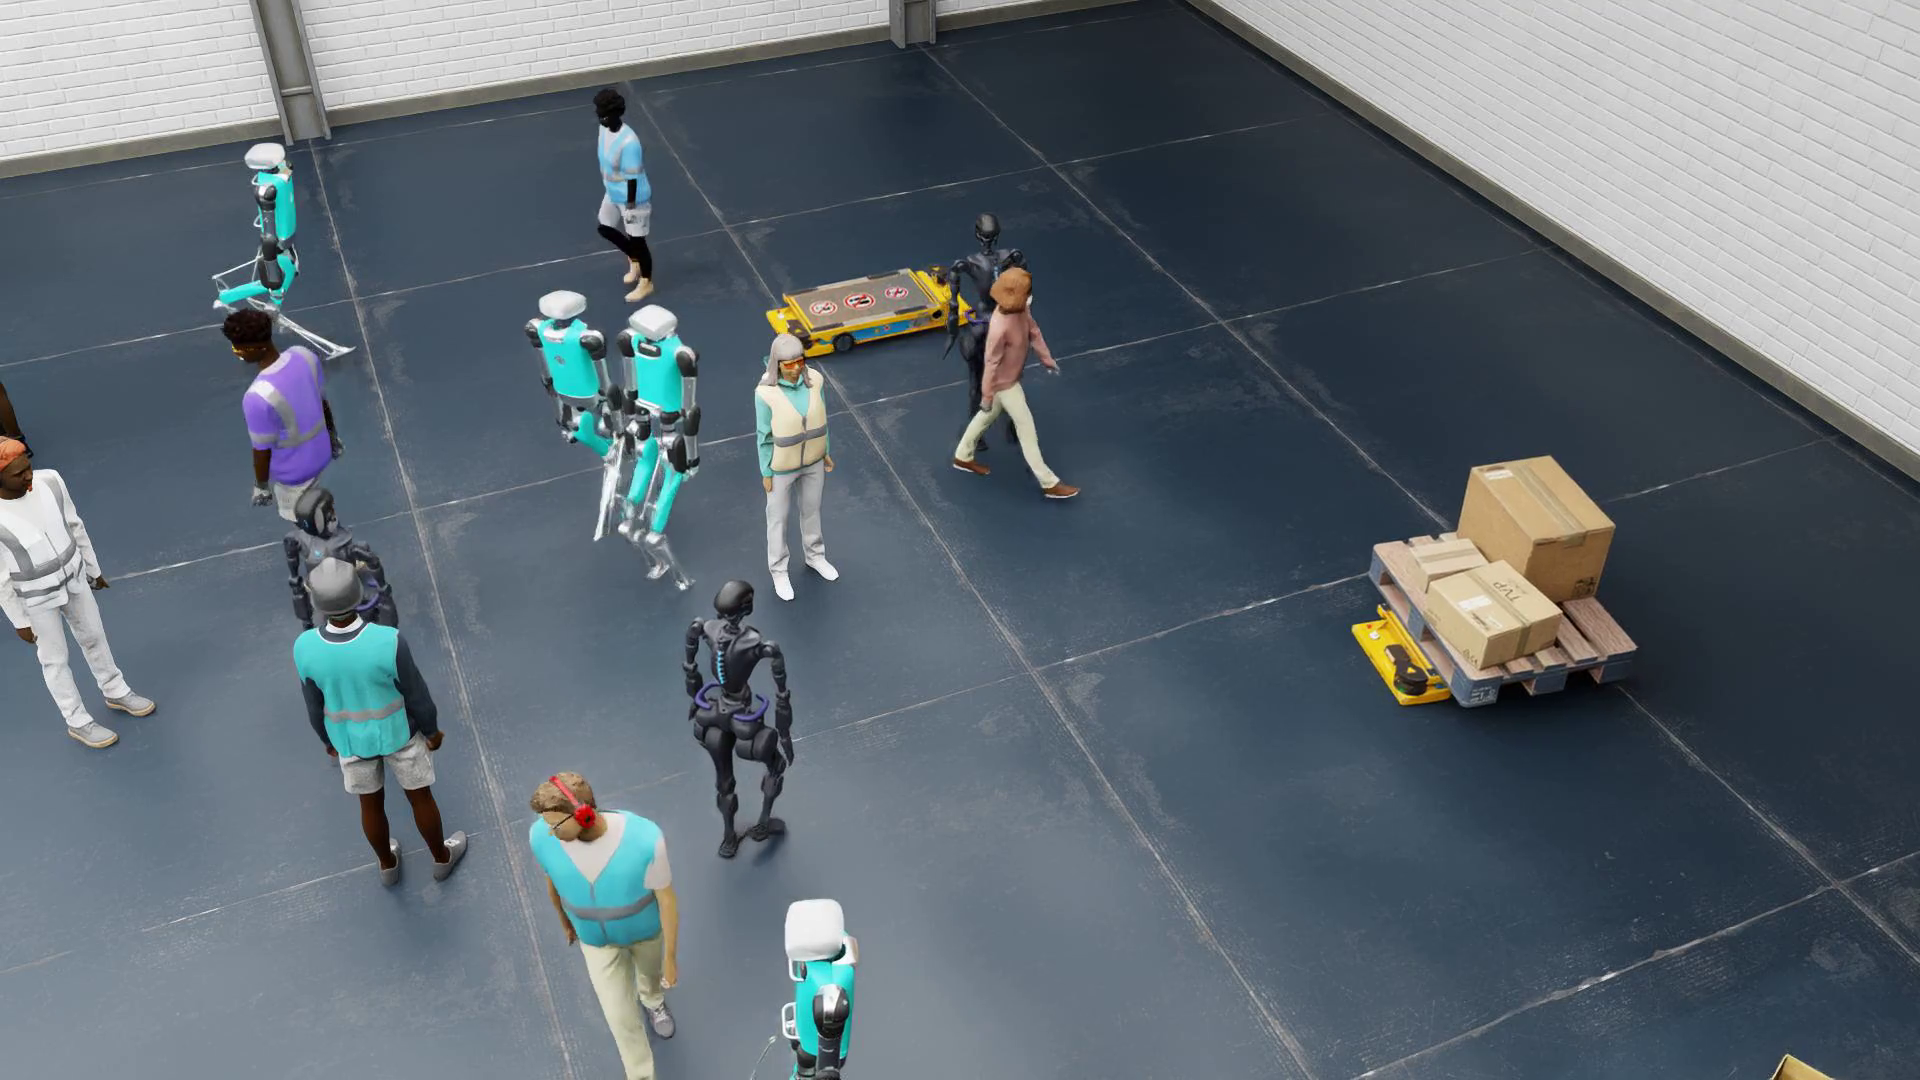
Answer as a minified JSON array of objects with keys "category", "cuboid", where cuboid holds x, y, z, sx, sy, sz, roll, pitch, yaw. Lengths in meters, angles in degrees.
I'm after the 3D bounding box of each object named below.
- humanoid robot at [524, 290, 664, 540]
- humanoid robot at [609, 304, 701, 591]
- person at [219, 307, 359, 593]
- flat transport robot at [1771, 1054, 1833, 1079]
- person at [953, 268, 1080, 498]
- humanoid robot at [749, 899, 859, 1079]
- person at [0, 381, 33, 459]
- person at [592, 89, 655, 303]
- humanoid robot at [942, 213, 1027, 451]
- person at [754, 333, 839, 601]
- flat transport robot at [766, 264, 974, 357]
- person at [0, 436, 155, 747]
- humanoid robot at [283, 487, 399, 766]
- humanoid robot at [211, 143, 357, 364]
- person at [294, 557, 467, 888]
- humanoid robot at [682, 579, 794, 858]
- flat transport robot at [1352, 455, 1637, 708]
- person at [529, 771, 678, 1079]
[{"category":"humanoid robot","cuboid":[-2.102,-0.818,10.176,0.559,1.793,0.847,20,42,24]},{"category":"humanoid robot","cuboid":[-1.821,-0.452,9.658,0.534,1.796,0.664,19,42,23]},{"category":"person","cuboid":[-3.857,-0.482,9.526,0.508,1.937,0.635,7,38,9]},{"category":"flat transport robot","cuboid":[3.460,2.941,6.445,1.431,0.231,0.659,-27,45,-31]},{"category":"person","cuboid":[0.348,-1.018,10.516,0.894,1.576,0.500,8,38,11]},{"category":"humanoid robot","cuboid":[-0.776,2.110,6.393,0.833,1.861,0.549,-5,38,-6]},{"category":"person","cuboid":[-6.430,-1.339,10.648,0.353,1.939,0.541,-21,42,-25]},{"category":"person","cuboid":[-2.517,-2.573,12.458,0.367,1.679,0.539,-26,45,-30]},{"category":"humanoid robot","cuboid":[0.179,-1.361,10.878,0.599,1.657,0.315,-13,39,-16]},{"category":"person","cuboid":[-0.971,-0.447,9.673,0.463,1.709,0.366,-24,44,-28]},{"category":"flat transport robot","cuboid":[-0.679,-1.723,12.516,1.431,0.231,0.659,-14,40,-18]},{"category":"person","cuboid":[-4.688,0.261,8.616,0.361,1.879,0.573,14,40,18]},{"category":"humanoid robot","cuboid":[-3.121,0.457,8.538,0.594,1.665,0.471,6,38,8]},{"category":"humanoid robot","cuboid":[-4.887,-1.913,11.577,1.028,1.737,0.539,-2,38,-3]},{"category":"person","cuboid":[-2.713,0.888,7.744,0.564,1.943,0.411,-4,38,-5]},{"category":"humanoid robot","cuboid":[-1.084,0.859,8.002,0.596,1.647,0.360,14,40,18]},{"category":"flat transport robot","cuboid":[3.053,0.565,9.538,1.431,0.231,0.659,-9,38,-11]},{"category":"person","cuboid":[-1.434,1.649,6.883,0.558,1.779,0.858,-4,38,-5]}]
